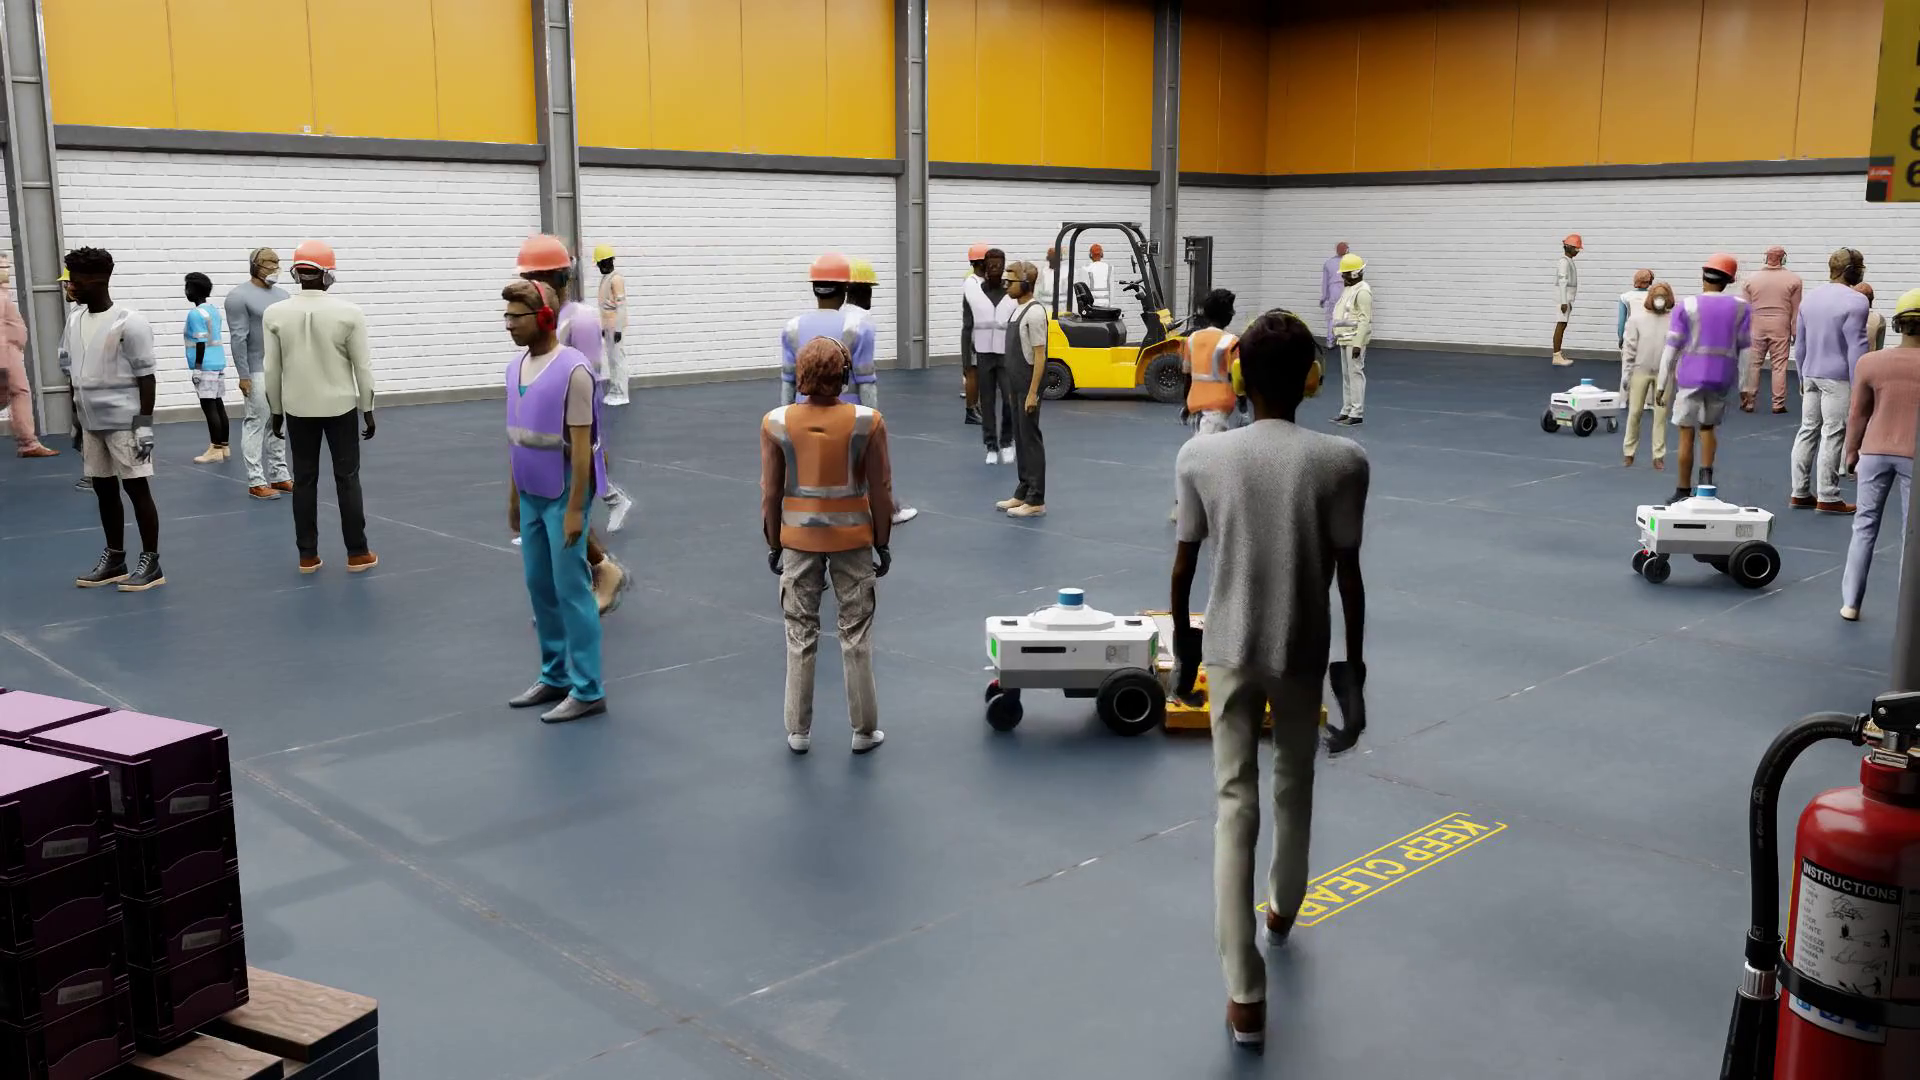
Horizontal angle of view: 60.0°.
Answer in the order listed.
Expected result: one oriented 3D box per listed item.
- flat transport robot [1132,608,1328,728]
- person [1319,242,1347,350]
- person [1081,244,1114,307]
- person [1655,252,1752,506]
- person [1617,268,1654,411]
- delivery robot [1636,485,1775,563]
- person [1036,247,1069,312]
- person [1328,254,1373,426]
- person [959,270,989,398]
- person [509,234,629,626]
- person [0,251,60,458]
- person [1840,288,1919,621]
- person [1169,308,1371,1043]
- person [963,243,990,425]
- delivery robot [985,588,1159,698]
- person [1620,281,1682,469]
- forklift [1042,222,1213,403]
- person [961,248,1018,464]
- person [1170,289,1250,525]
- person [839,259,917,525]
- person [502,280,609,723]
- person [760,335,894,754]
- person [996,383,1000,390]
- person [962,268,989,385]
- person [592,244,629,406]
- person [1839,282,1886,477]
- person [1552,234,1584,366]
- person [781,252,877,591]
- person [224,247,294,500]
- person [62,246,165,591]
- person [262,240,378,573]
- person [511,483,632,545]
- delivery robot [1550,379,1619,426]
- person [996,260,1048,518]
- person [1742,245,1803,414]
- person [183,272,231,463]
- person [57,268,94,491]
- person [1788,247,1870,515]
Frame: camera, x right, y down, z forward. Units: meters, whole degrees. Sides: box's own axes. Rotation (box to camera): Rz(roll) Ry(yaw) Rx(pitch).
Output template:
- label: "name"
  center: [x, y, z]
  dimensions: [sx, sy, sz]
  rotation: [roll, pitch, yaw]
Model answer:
- label: "flat transport robot"
  center: [1.156, 0.545, 7.402]
  dimensions: [0.652, 0.197, 1.431]
  rotation: [0, 10, 0]
- label: "person"
  center: [6.692, -4.280, 29.292]
  dimensions: [0.696, 1.897, 0.402]
  rotation: [3, 11, 17]
- label: "person"
  center: [2.135, -3.673, 25.995]
  dimensions: [0.574, 1.887, 0.355]
  rotation: [-4, 11, -20]
- label: "person"
  center: [5.453, -1.156, 12.237]
  dimensions: [0.640, 1.898, 0.444]
  rotation: [1, 10, 6]
- label: "person"
  center: [7.869, -2.312, 19.248]
  dimensions: [0.514, 1.641, 0.307]
  rotation: [7, 12, 33]
- label: "delivery robot"
  center: [4.362, -0.077, 9.761]
  dimensions: [0.707, 0.478, 0.477]
  rotation: [1, 11, 8]
- label: "person"
  center: [1.386, -3.437, 24.818]
  dimensions: [0.596, 1.836, 0.961]
  rotation: [3, 11, 15]
- label: "person"
  center: [4.160, -2.118, 17.694]
  dimensions: [0.403, 1.822, 0.588]
  rotation: [0, 10, -2]
- label: "person"
  center: [0.279, -2.607, 20.615]
  dimensions: [0.536, 1.733, 0.826]
  rotation: [4, 11, 21]
- label: "person"
  center: [-2.050, -0.539, 8.516]
  dimensions: [0.445, 2.023, 0.636]
  rotation: [-8, 13, -38]
- label: "person"
  center: [-8.706, -1.661, 15.016]
  dimensions: [0.797, 1.885, 0.645]
  rotation: [-8, 13, -38]
- label: "person"
  center: [4.896, -0.425, 8.662]
  dimensions: [0.383, 1.756, 0.536]
  rotation: [-10, 14, -43]
- label: "person"
  center: [0.809, 0.313, 4.407]
  dimensions: [0.525, 1.826, 0.960]
  rotation: [2, 11, 13]
- label: "person"
  center: [0.216, -2.214, 17.886]
  dimensions: [0.349, 1.940, 0.551]
  rotation: [2, 11, 12]
- label: "delivery robot"
  center: [0.459, 0.445, 6.918]
  dimensions: [0.707, 0.478, 0.477]
  rotation: [0, 10, 0]
- label: "person"
  center: [6.023, -1.430, 14.459]
  dimensions: [0.507, 1.632, 0.269]
  rotation: [4, 11, 19]
- label: "forklift"
  center: [1.935, -2.847, 20.651]
  dimensions: [2.313, 2.155, 1.214]
  rotation: [2, 11, 13]
- label: "person"
  center: [0.311, -1.609, 14.677]
  dimensions: [0.620, 1.904, 0.539]
  rotation: [1, 10, 4]
- label: "person"
  center: [1.813, -0.933, 11.672]
  dimensions: [0.897, 1.643, 0.546]
  rotation: [-6, 12, -30]
- label: "person"
  center: [-0.779, -0.975, 11.360]
  dimensions: [1.046, 1.865, 0.593]
  rotation: [-9, 14, -40]
- label: "person"
  center: [-1.707, -0.168, 7.019]
  dimensions: [0.393, 1.835, 0.569]
  rotation: [-10, 14, -44]
- label: "person"
  center: [-0.514, 0.031, 6.467]
  dimensions: [0.514, 1.641, 0.307]
  rotation: [0, 10, 2]
- label: "person"
  center: [0.793, -2.781, 21.960]
  dimensions: [0.895, 1.586, 0.520]
  rotation: [-5, 11, -25]
- label: "person"
  center: [0.261, -2.970, 22.332]
  dimensions: [0.435, 1.832, 0.630]
  rotation: [-4, 11, -19]
- label: "person"
  center: [-4.168, -2.561, 19.854]
  dimensions: [0.396, 1.915, 0.589]
  rotation: [-5, 12, -26]
- label: "person"
  center: [7.509, -1.348, 13.988]
  dimensions: [0.515, 1.640, 0.315]
  rotation: [-2, 11, -11]
- label: "person"
  center: [9.476, -3.740, 25.959]
  dimensions: [0.391, 2.034, 0.605]
  rotation: [5, 11, 25]
- label: "person"
  center: [-0.717, -0.633, 9.299]
  dimensions: [0.555, 1.929, 0.390]
  rotation: [3, 11, 17]
- label: "person"
  center: [-5.347, -1.286, 12.847]
  dimensions: [0.371, 1.935, 0.627]
  rotation: [4, 11, 19]
- label: "person"
  center: [-4.843, -0.685, 9.483]
  dimensions: [0.612, 1.962, 0.363]
  rotation: [4, 11, 23]
- label: "person"
  center: [-3.827, -0.792, 9.988]
  dimensions: [0.626, 1.992, 0.387]
  rotation: [-1, 10, -7]
- label: "person"
  center: [-2.590, -0.846, 11.044]
  dimensions: [0.814, 1.712, 0.478]
  rotation: [-6, 12, -29]
- label: "delivery robot"
  center: [6.382, -1.402, 16.986]
  dimensions: [0.707, 0.478, 0.477]
  rotation: [-6, 12, -28]
- label: "person"
  center: [0.462, -1.086, 11.999]
  dimensions: [0.331, 1.843, 0.520]
  rotation: [-2, 11, -13]
- label: "person"
  center: [9.232, -2.393, 18.957]
  dimensions: [0.643, 1.909, 0.410]
  rotation: [6, 12, 29]
- label: "person"
  center: [-6.732, -1.533, 14.843]
  dimensions: [0.316, 1.696, 0.542]
  rotation: [-1, 10, -7]
- label: "person"
  center: [-6.950, -1.313, 13.269]
  dimensions: [0.404, 1.833, 0.590]
  rotation: [-4, 11, -19]
- label: "person"
  center: [6.345, -1.154, 12.118]
  dimensions: [0.353, 1.937, 0.635]
  rotation: [-2, 11, -12]
